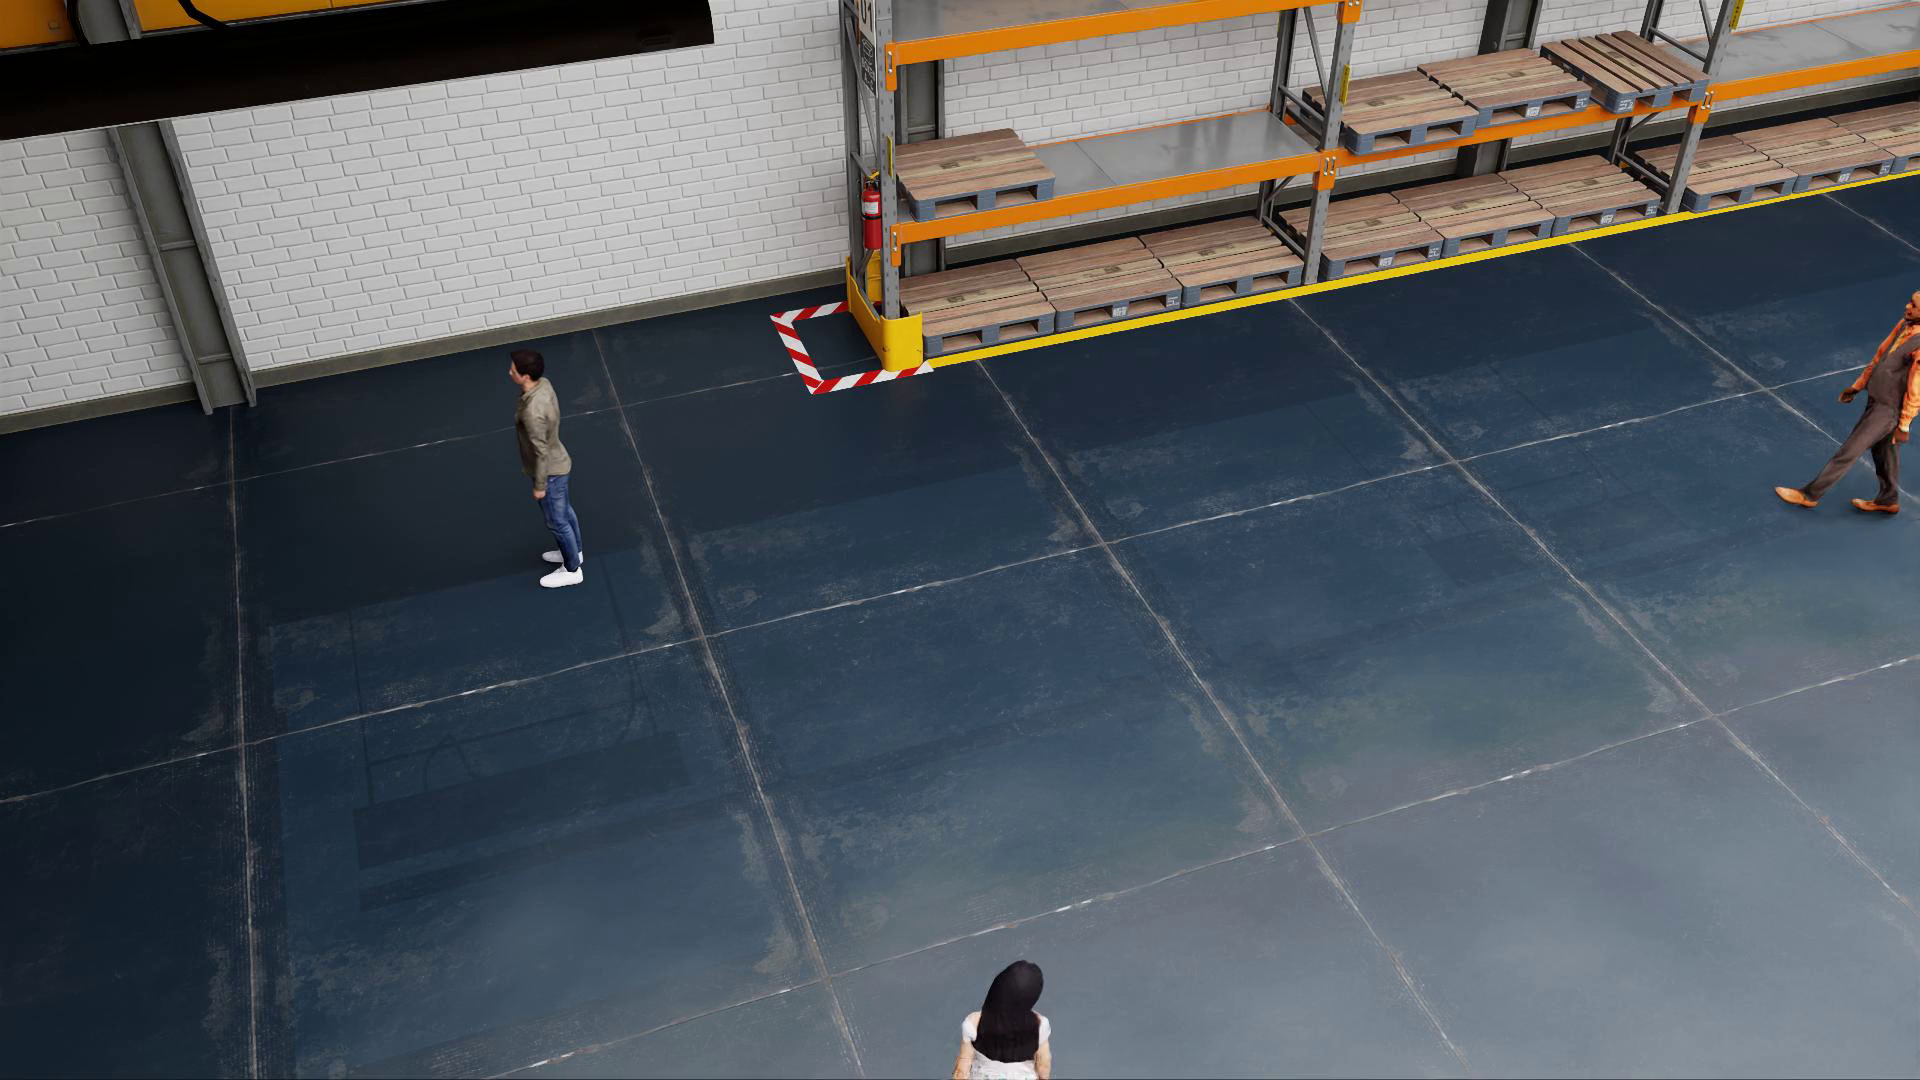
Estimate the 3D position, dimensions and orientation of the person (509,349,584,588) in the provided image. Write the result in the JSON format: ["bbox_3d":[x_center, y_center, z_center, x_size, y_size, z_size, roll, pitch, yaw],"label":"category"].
[{"bbox_3d":[-2.808,-0.495,11.367,0.665,1.866,0.759,-4,39,-5],"label":"person"}]

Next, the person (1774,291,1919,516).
[{"bbox_3d":[6.770,-0.943,11.925,1.252,1.869,1.113,11,40,13],"label":"person"}]

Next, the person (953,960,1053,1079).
[{"bbox_3d":[0.156,2.604,7.587,0.726,1.741,0.849,-9,40,-11],"label":"person"}]
